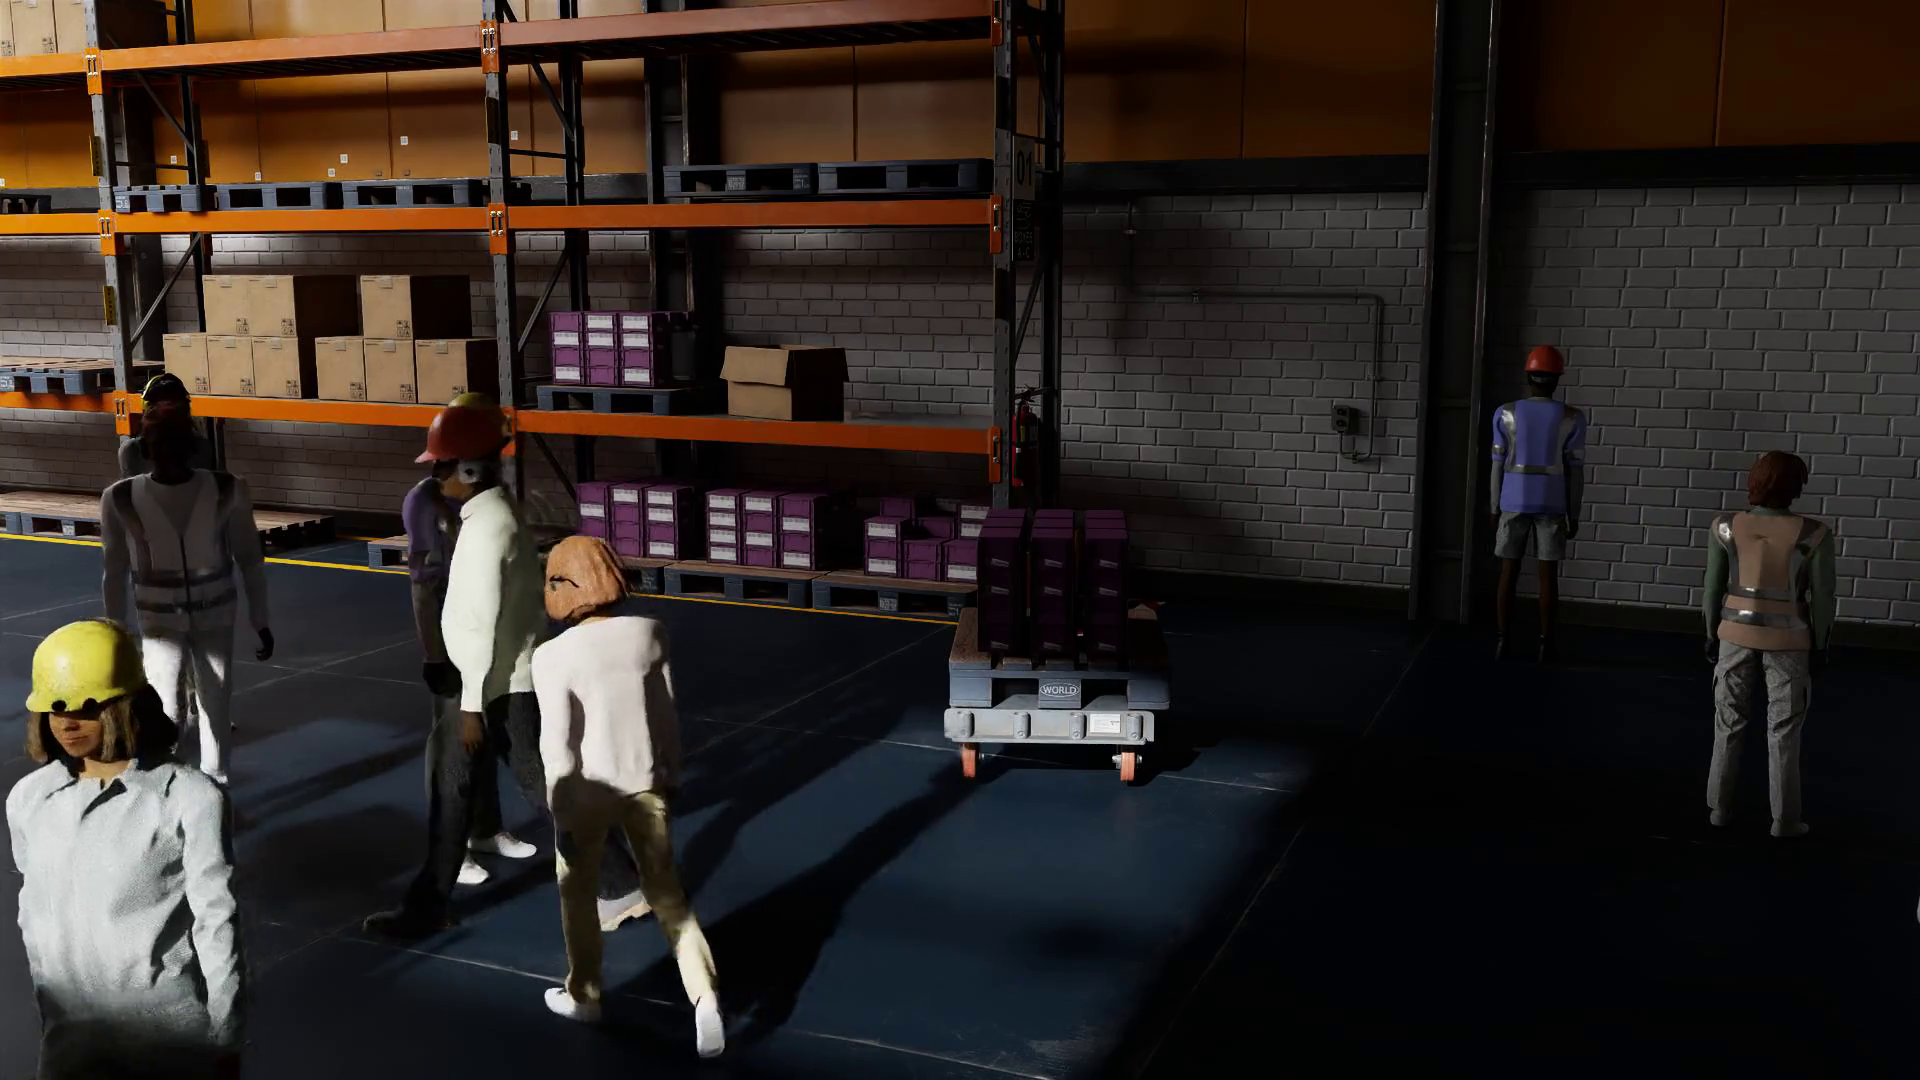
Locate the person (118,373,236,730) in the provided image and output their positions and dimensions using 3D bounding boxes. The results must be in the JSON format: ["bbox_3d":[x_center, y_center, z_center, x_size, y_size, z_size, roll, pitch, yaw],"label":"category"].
[{"bbox_3d":[-3.970,0.089,8.451,0.329,1.873,0.514,6,11,30],"label":"person"}]

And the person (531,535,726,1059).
[{"bbox_3d":[-1.026,0.782,5.083,0.513,1.599,0.755,-9,13,-43],"label":"person"}]

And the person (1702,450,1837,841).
[{"bbox_3d":[3.389,0.445,7.003,0.512,1.641,0.309,8,12,39],"label":"person"}]

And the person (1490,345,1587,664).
[{"bbox_3d":[3.495,-0.215,10.101,0.540,1.931,0.382,4,10,21],"label":"person"}]

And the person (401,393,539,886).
[{"bbox_3d":[-1.919,0.376,6.581,0.382,1.920,0.585,4,10,22],"label":"person"}]

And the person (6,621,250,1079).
[{"bbox_3d":[-1.719,0.984,3.549,0.492,1.717,0.792,0,9,2],"label":"person"}]

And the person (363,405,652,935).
[{"bbox_3d":[-1.597,0.488,5.917,1.042,1.946,0.626,-2,10,-12],"label":"person"}]

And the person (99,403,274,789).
[{"bbox_3d":[-3.157,0.372,6.824,0.600,1.848,0.877,-5,11,-29],"label":"person"}]
